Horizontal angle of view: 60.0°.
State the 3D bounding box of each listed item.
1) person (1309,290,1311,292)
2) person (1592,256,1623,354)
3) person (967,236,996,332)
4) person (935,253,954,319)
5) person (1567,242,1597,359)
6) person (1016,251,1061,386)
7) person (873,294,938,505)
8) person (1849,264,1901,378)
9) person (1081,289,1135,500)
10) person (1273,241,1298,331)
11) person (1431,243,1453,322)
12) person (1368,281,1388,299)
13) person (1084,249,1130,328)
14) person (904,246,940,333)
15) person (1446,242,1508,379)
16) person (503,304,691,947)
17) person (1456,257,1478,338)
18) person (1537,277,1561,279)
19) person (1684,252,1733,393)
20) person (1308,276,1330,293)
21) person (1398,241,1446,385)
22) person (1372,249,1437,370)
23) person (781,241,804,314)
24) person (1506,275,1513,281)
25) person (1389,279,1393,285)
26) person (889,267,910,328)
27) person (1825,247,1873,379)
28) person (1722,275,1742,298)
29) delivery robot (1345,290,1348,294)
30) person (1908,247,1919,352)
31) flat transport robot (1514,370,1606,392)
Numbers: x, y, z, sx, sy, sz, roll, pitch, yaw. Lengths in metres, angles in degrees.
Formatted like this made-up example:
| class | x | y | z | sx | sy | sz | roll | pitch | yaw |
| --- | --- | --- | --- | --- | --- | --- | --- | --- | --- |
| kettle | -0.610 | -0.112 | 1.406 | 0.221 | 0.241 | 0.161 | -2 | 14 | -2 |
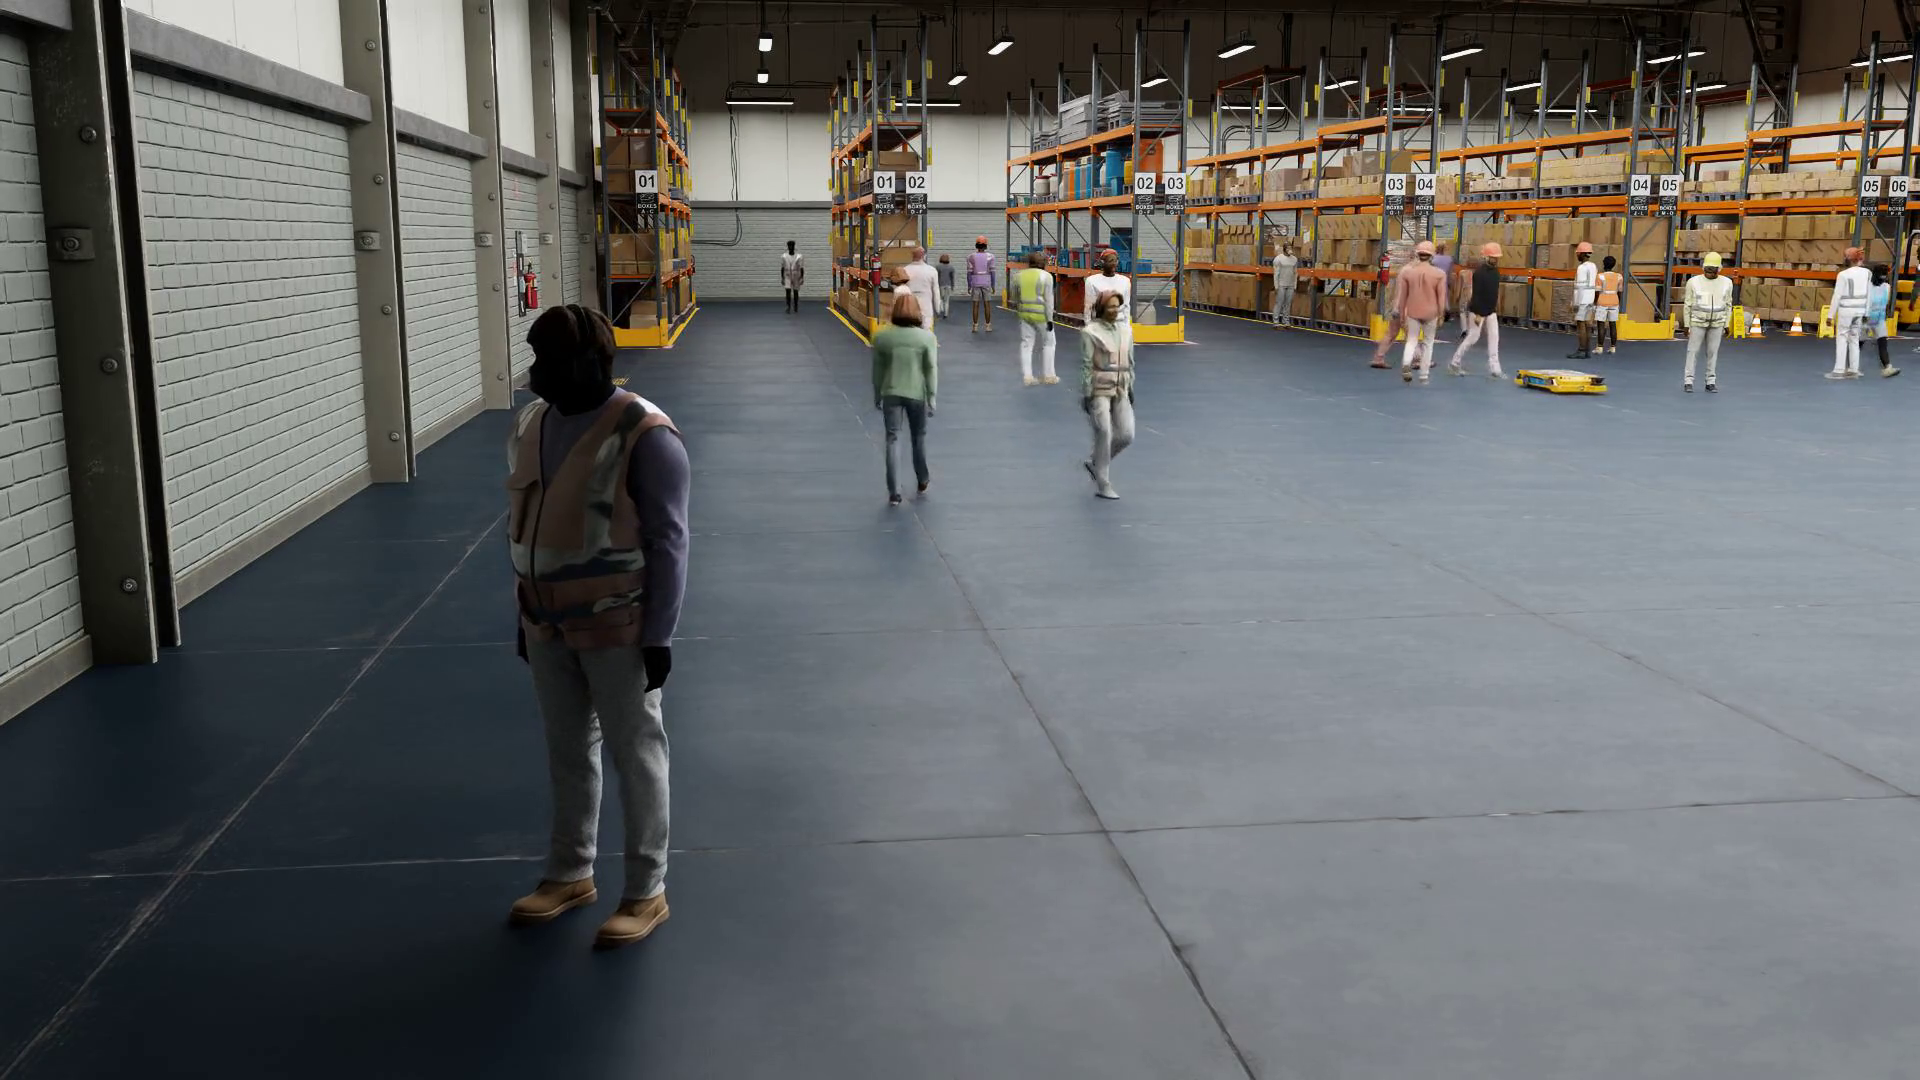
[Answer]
| class | x | y | z | sx | sy | sz | roll | pitch | yaw |
| --- | --- | --- | --- | --- | --- | --- | --- | --- | --- |
| person | 10.769 | -8.012 | 49.963 | 0.952 | 1.901 | 0.560 | 0 | 10 | 1 |
| person | 11.198 | -4.062 | 28.804 | 0.540 | 1.695 | 0.317 | -2 | 11 | -12 |
| person | 0.452 | -5.425 | 35.330 | 0.610 | 2.043 | 0.375 | 0 | 10 | 3 |
| person | -0.397 | -6.270 | 41.112 | 0.532 | 1.618 | 0.368 | -3 | 11 | -14 |
| person | 10.360 | -3.982 | 27.708 | 0.373 | 1.934 | 0.551 | 9 | 14 | 41 |
| person | 1.116 | -3.032 | 22.809 | 0.661 | 1.818 | 0.726 | 9 | 14 | 40 |
| person | -0.414 | -1.095 | 12.835 | 0.519 | 1.584 | 0.877 | 1 | 10 | 6 |
| person | 13.115 | -3.119 | 23.803 | 0.581 | 1.626 | 0.891 | -2 | 11 | -11 |
| person | 1.130 | -1.136 | 12.954 | 0.531 | 1.622 | 0.423 | -7 | 13 | -35 |
| person | 7.034 | -5.483 | 35.977 | 0.624 | 1.931 | 0.378 | -6 | 12 | -30 |
| person | 11.551 | -6.197 | 40.021 | 0.646 | 1.881 | 0.868 | -1 | 10 | -5 |
| person | 10.917 | -6.802 | 43.437 | 0.506 | 1.839 | 0.343 | 3 | 11 | 17 |
| person | 1.737 | -2.473 | 19.578 | 0.579 | 1.884 | 0.352 | -3 | 11 | -17 |
| person | -0.638 | -3.625 | 25.884 | 0.648 | 1.881 | 0.821 | 4 | 11 | 19 |
| person | 7.469 | -3.298 | 23.933 | 0.627 | 1.956 | 0.941 | -8 | 13 | -36 |
| person | -1.065 | 0.247 | 4.796 | 0.624 | 1.841 | 0.430 | 6 | 12 | 32 |
| person | 10.126 | -4.798 | 33.033 | 0.536 | 1.624 | 0.375 | 2 | 11 | 13 |
| person | 14.216 | -6.245 | 40.115 | 0.554 | 1.936 | 0.368 | 2 | 11 | 12 |
| person | 9.753 | -2.829 | 21.697 | 0.591 | 1.824 | 0.404 | 2 | 10 | 9 |
| person | 9.415 | -6.920 | 43.744 | 0.623 | 1.970 | 0.851 | -2 | 11 | -11 |
| person | 6.294 | -3.083 | 22.673 | 0.619 | 1.976 | 0.643 | 5 | 12 | 27 |
| person | 6.826 | -3.529 | 25.494 | 0.943 | 1.835 | 0.668 | 1 | 10 | 7 |
| person | -4.452 | -6.969 | 44.153 | 0.622 | 1.914 | 0.998 | 0 | 10 | 1 |
| person | 16.643 | -8.091 | 50.497 | 0.695 | 1.844 | 0.513 | 8 | 13 | 38 |
| person | 13.009 | -8.112 | 50.585 | 1.102 | 1.855 | 0.596 | 0 | 10 | 1 |
| person | -0.795 | -2.886 | 22.577 | 0.316 | 1.621 | 0.506 | 3 | 11 | 16 |
| person | 12.662 | -3.220 | 23.708 | 0.611 | 1.877 | 0.408 | -3 | 11 | -17 |
| person | 20.889 | -7.123 | 44.982 | 0.584 | 1.919 | 0.388 | -2 | 10 | -9 |
| delivery robot | 11.749 | -7.369 | 49.810 | 0.477 | 0.478 | 0.707 | -6 | 12 | -32 |
| person | 16.761 | -4.146 | 28.778 | 0.610 | 1.872 | 0.721 | -5 | 12 | -27 |
| flat transport robot | 7.962 | -2.125 | 22.098 | 0.652 | 0.197 | 1.431 | -1 | 10 | -3 |
